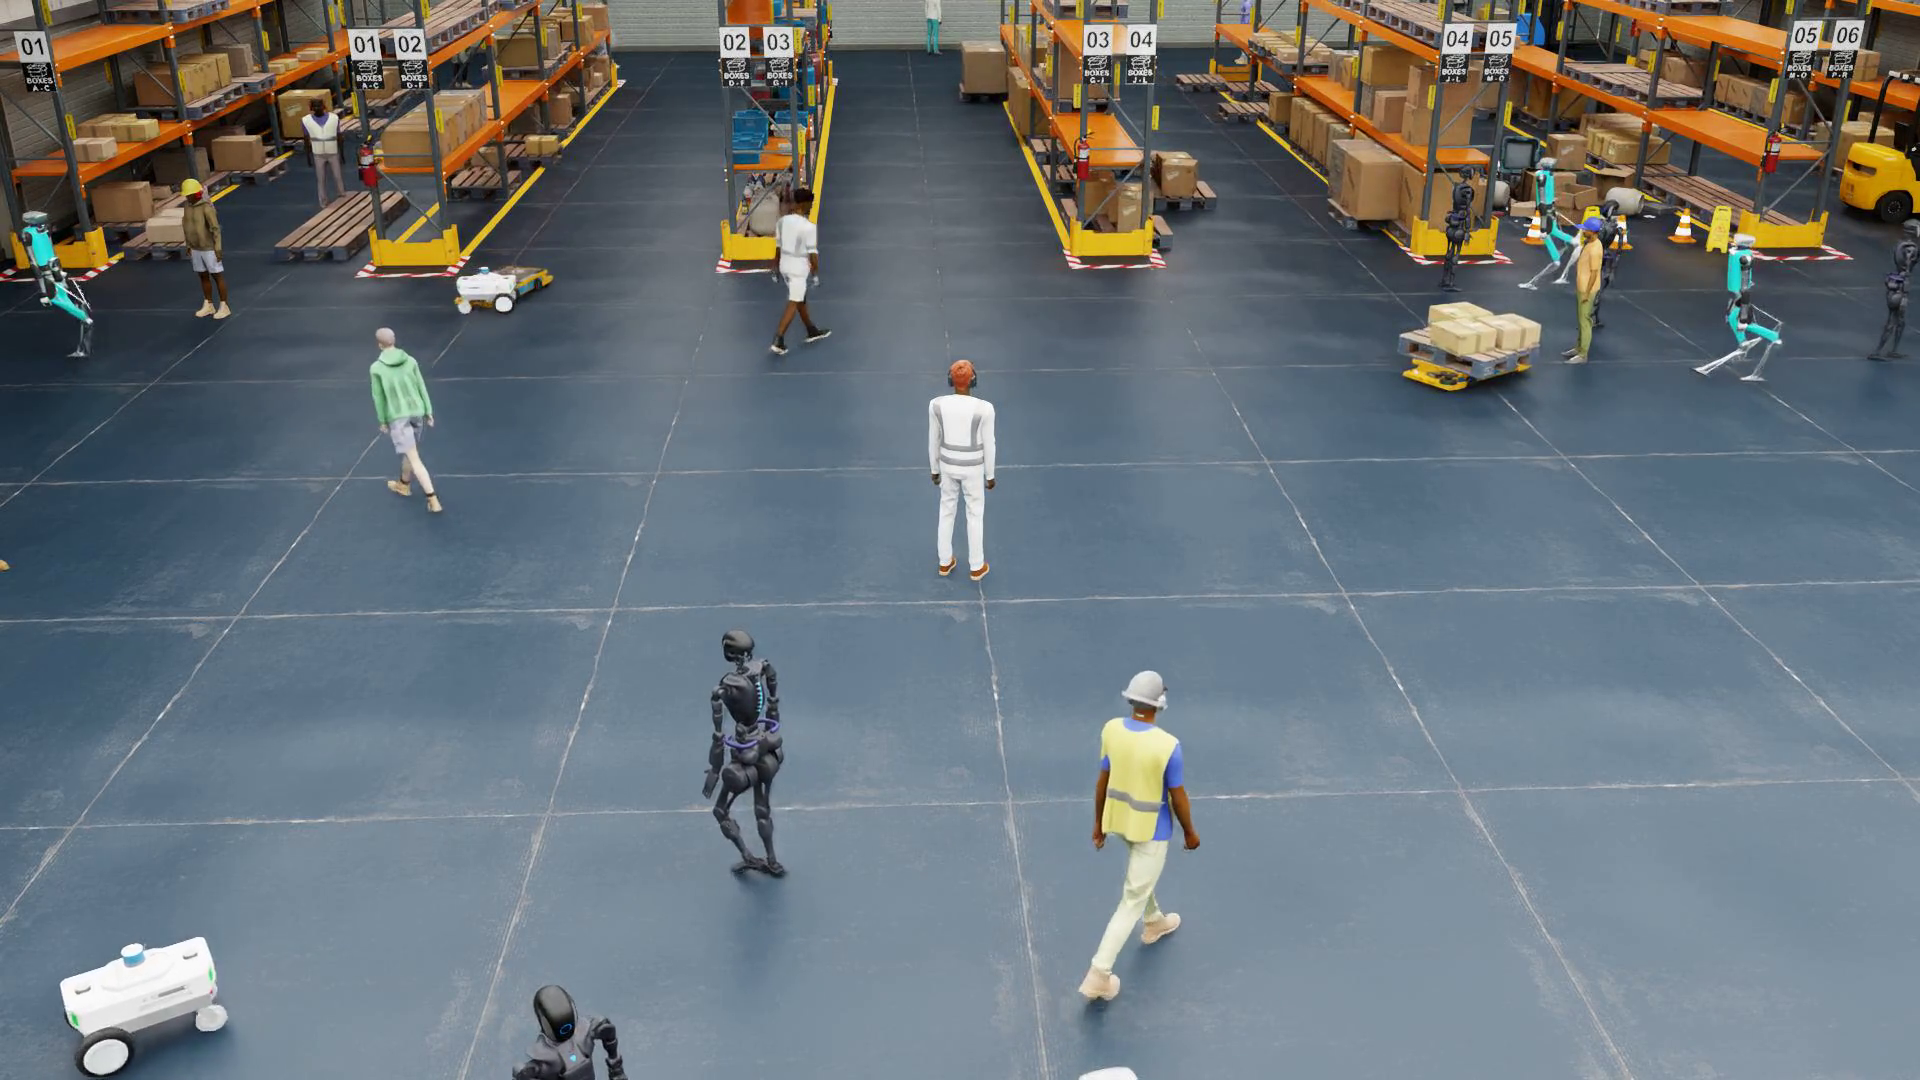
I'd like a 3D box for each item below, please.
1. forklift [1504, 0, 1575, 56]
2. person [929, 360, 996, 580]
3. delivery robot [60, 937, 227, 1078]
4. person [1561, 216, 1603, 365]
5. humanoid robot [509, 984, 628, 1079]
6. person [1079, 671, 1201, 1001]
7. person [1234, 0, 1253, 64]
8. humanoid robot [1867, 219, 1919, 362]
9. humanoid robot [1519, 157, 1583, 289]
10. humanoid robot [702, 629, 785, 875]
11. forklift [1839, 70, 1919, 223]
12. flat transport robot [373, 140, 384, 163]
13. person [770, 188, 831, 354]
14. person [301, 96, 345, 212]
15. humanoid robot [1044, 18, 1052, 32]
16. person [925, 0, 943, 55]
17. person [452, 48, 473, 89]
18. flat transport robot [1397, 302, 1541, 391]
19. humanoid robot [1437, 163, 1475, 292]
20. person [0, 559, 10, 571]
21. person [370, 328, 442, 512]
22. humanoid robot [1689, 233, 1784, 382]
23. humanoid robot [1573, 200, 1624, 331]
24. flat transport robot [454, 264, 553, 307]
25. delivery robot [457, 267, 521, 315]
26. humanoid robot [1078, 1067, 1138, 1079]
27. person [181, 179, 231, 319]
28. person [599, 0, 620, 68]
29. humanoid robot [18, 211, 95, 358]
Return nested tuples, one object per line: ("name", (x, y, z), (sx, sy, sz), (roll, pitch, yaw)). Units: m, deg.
("forklift", (14.700, -13.805, 42.301), (1.873, 2.768, 1.129), (-1, 24, -2))
("person", (0.016, -0.577, 13.801), (0.573, 1.877, 0.346), (8, 25, 18))
("delivery robot", (-4.309, 2.409, 8.731), (0.818, 0.614, 0.499), (-15, 28, -30))
("person", (7.169, -2.871, 19.143), (0.364, 1.716, 0.457), (6, 25, 13))
("humanoid robot", (-1.630, 2.538, 7.109), (0.795, 1.622, 0.608), (22, 32, 40))
("person", (0.950, 1.578, 9.005), (0.989, 1.857, 0.506), (-21, 32, -39))
("person", (7.064, -12.715, 41.162), (0.395, 1.800, 0.589), (1, 24, 3))
("humanoid robot", (10.906, -2.871, 19.186), (0.469, 1.647, 0.590), (9, 25, 19))
("humanoid robot", (7.950, -4.128, 21.948), (0.895, 1.766, 0.532), (13, 27, 26))
("humanoid robot", (-1.257, 1.270, 9.884), (0.397, 1.641, 0.600), (17, 29, 33))
("forklift", (15.132, -6.143, 25.915), (2.313, 2.155, 1.214), (-1, 24, -2))
("flat transport robot", (-10.449, -7.156, 30.553), (0.659, 0.231, 1.431), (0, 24, -1))
("person", (-1.966, -3.182, 19.623), (1.008, 1.905, 0.654), (-21, 32, -39))
("person", (-10.002, -6.065, 26.188), (0.577, 1.832, 0.400), (-12, 27, -24))
("humanoid robot", (2.475, -12.853, 41.596), (0.982, 1.740, 0.584), (9, 26, 20))
("person", (-0.670, -13.352, 42.639), (0.326, 1.763, 0.523), (-21, 31, -39))
("person", (-11.328, -11.040, 37.574), (0.561, 1.678, 0.322), (17, 29, 33))
("flat transport robot", (5.767, -1.987, 18.937), (1.431, 0.231, 0.659), (-17, 29, -33))
("humanoid robot", (6.616, -4.161, 22.070), (0.315, 1.659, 0.599), (-1, 24, -2))
("person", (-8.330, -0.565, 13.759), (0.391, 1.888, 0.574), (15, 28, 30))
("person", (-5.061, -1.103, 15.225), (0.941, 1.674, 0.470), (21, 32, 39))
("humanoid robot", (8.694, -2.500, 18.296), (1.020, 1.730, 0.544), (2, 24, 5))
("humanoid robot", (7.751, -3.332, 20.260), (0.738, 1.626, 0.589), (-14, 28, -29))
("flat transport robot", (-6.029, -3.360, 22.022), (0.659, 0.231, 1.431), (6, 25, 14))
("delivery robot", (-6.045, -3.197, 21.295), (0.788, 0.587, 0.499), (-2, 24, -4))
("humanoid robot", (0.680, 2.905, 6.204), (0.561, 1.829, 0.802), (-10, 26, -21))
("person", (-9.475, -3.667, 20.879), (0.544, 1.758, 0.411), (9, 25, 19))
("person", (-8.598, -12.440, 40.471), (0.522, 1.850, 0.548), (4, 24, 9))
("humanoid robot", (-10.279, -2.849, 19.198), (0.726, 1.894, 0.538), (0, 24, 0))
